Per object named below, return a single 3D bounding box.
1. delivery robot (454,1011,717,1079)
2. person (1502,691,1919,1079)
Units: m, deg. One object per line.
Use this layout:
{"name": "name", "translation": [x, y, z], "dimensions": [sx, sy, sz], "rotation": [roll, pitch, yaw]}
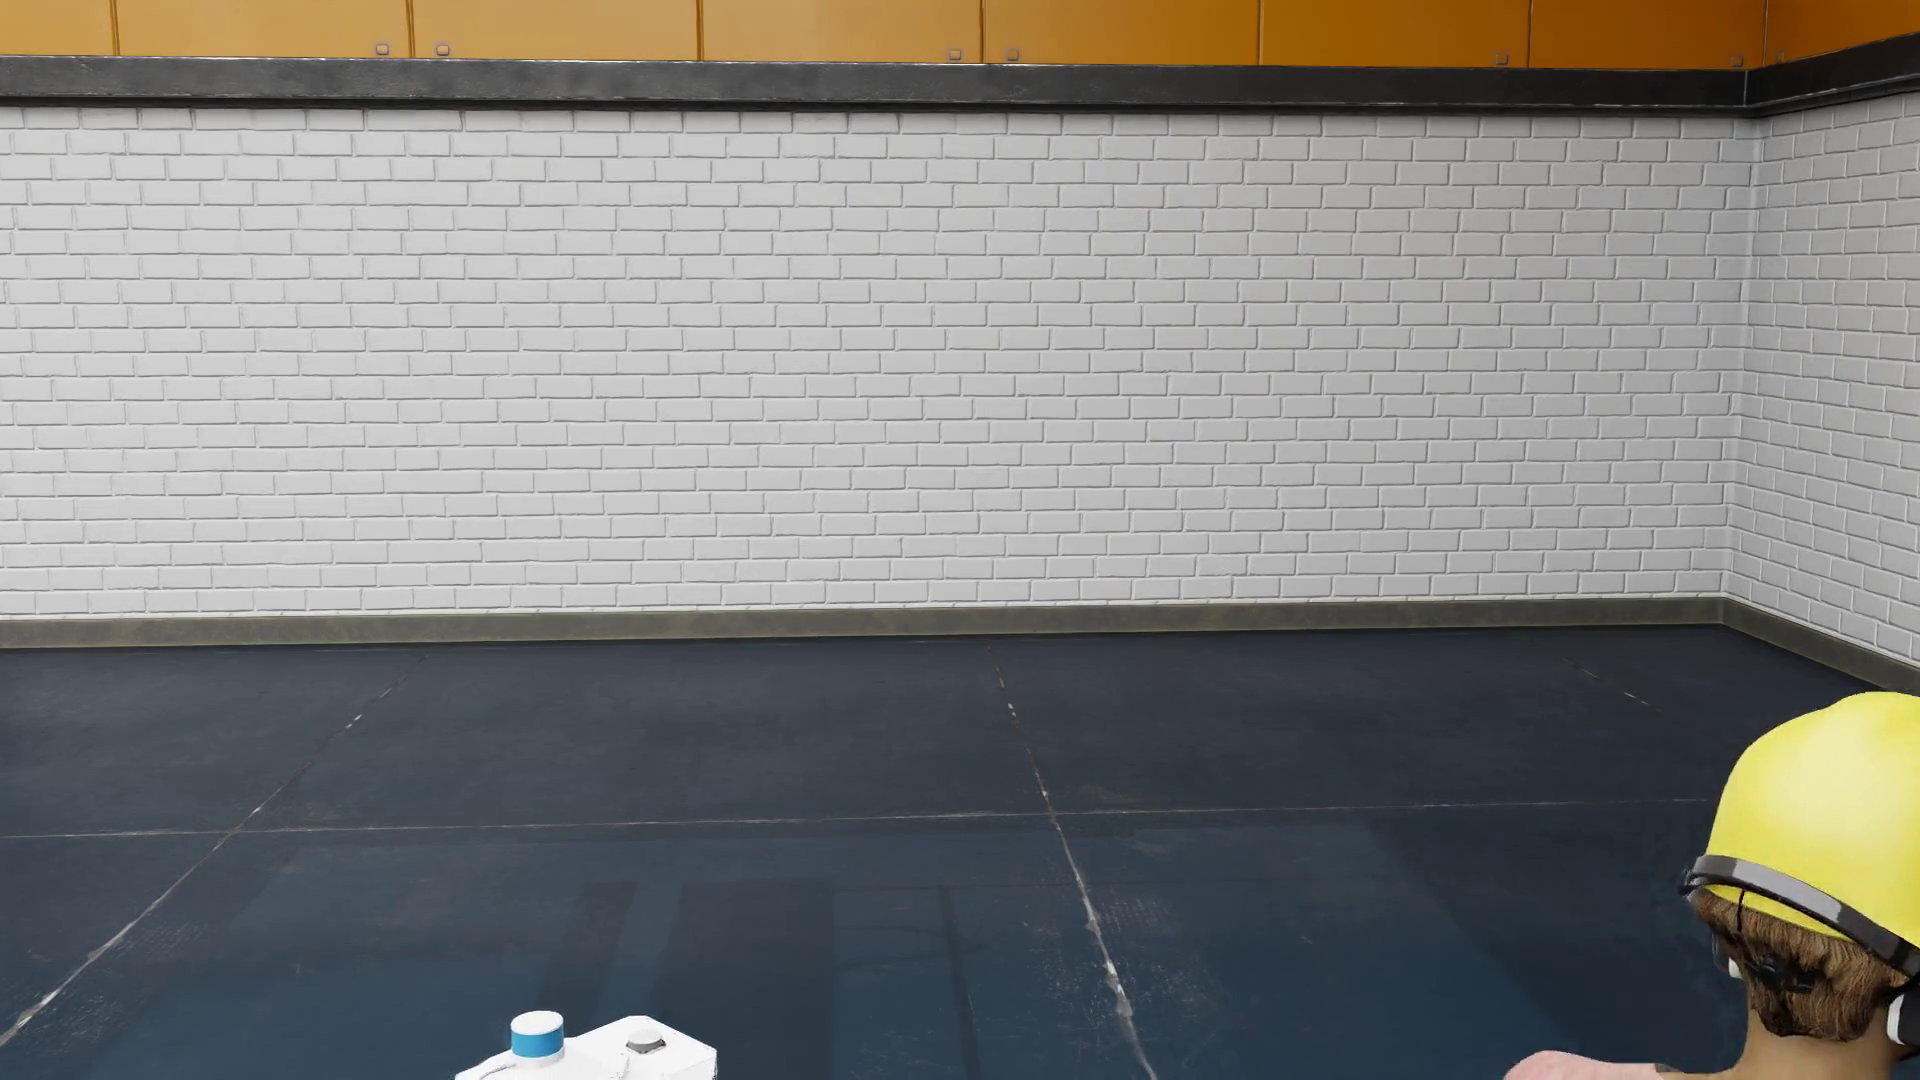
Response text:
{"name": "delivery robot", "translation": [-0.831, 1.180, 3.292], "dimensions": [0.477, 0.478, 0.707], "rotation": [8, 11, 42]}
{"name": "person", "translation": [0.638, 0.968, 1.308], "dimensions": [0.930, 1.713, 0.541], "rotation": [-6, 11, -33]}
